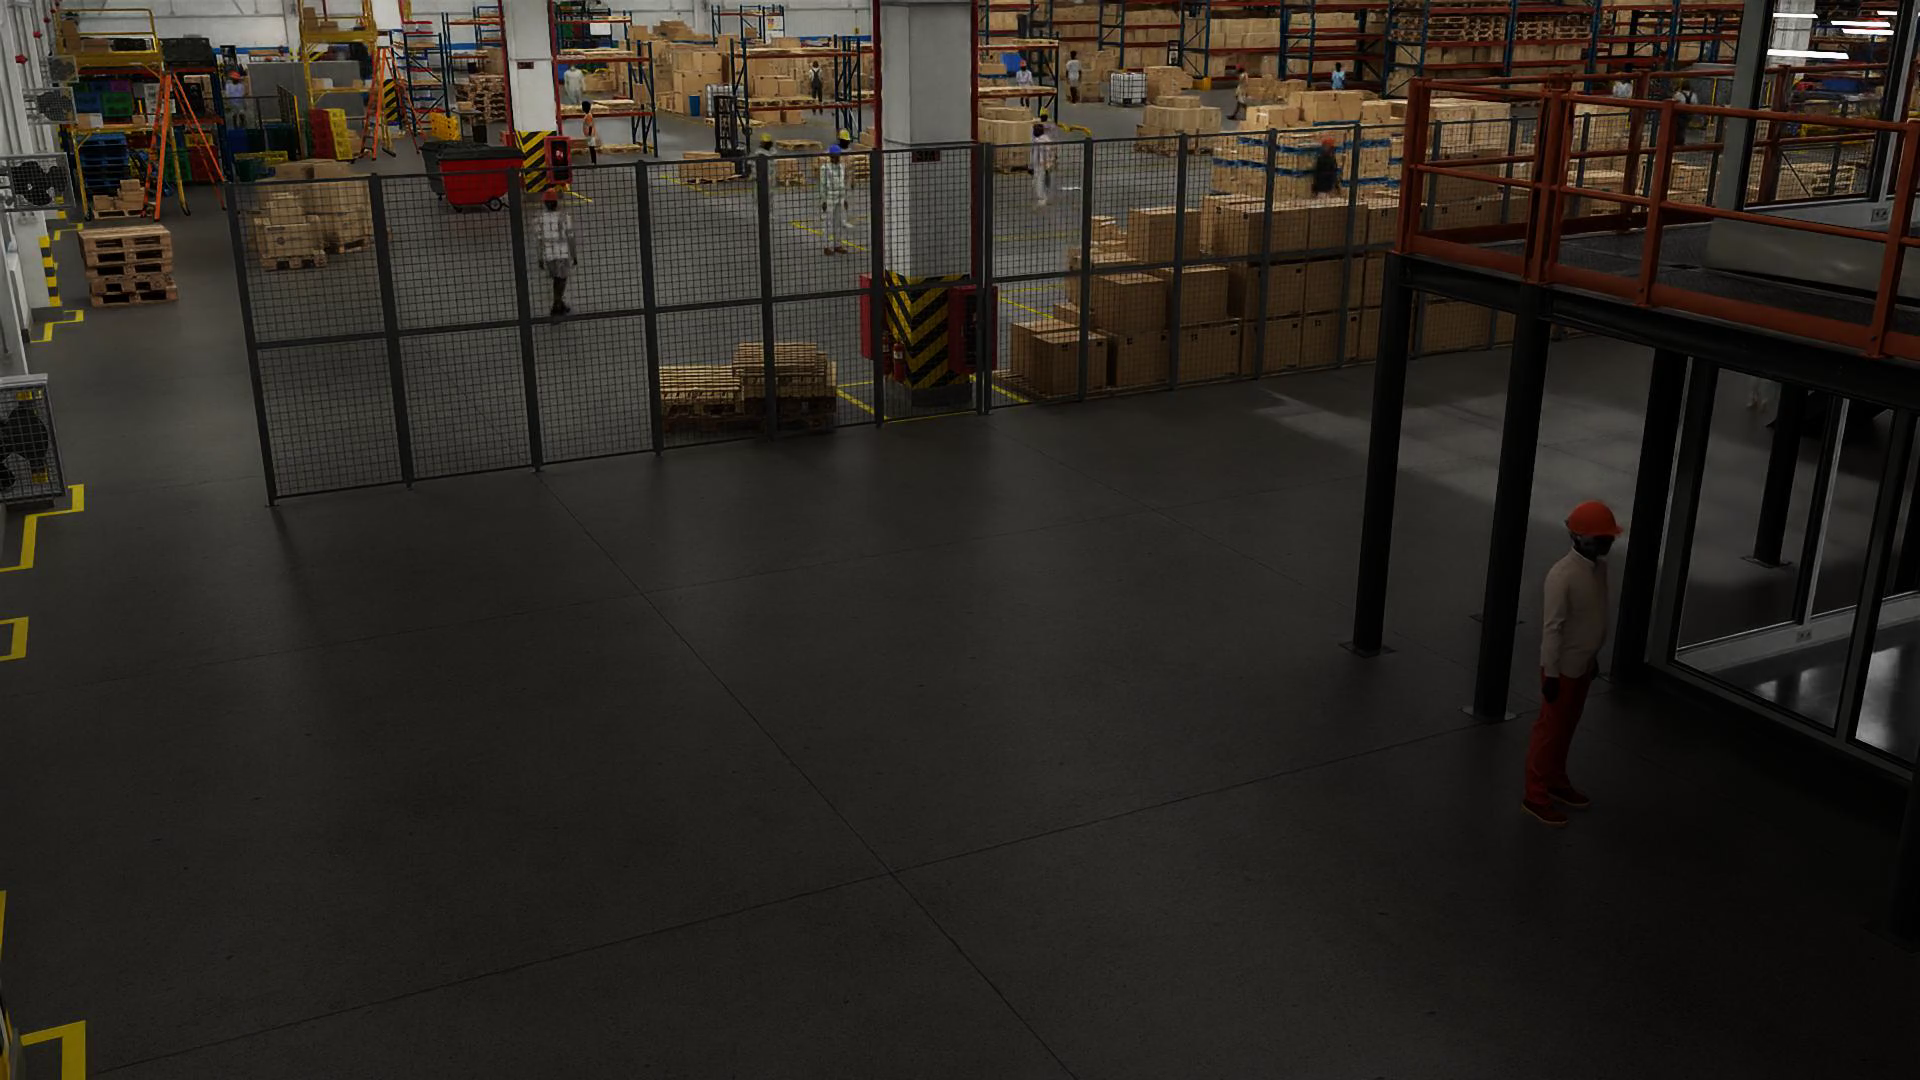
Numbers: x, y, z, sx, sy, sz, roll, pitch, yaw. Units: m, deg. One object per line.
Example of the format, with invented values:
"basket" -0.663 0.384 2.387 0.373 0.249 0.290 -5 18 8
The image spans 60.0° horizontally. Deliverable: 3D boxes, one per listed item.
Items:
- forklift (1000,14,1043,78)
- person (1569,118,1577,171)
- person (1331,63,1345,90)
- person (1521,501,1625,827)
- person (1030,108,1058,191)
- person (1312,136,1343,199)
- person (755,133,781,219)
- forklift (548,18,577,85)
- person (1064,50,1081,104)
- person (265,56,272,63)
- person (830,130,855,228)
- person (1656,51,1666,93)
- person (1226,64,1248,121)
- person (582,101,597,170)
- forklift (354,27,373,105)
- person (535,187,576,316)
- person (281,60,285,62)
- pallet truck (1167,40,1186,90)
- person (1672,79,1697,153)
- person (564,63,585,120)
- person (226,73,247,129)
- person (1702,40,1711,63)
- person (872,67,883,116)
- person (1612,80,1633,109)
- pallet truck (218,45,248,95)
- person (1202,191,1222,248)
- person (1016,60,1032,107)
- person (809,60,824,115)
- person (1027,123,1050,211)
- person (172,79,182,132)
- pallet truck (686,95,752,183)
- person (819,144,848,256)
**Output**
"forklift" 2.846 -22.858 76.931 1.873 2.768 1.129 -2 19 -5
"person" 13.922 -9.108 38.362 0.417 2.034 0.603 -3 19 -8
"person" 13.480 -16.206 59.485 0.547 1.647 0.848 13 23 32
"person" 3.653 0.721 9.915 0.385 1.993 0.623 17 26 41
"person" 1.900 -8.841 37.794 0.608 1.882 0.937 0 19 0
"person" 6.852 -6.595 31.213 1.011 1.947 0.612 12 23 32
"person" -3.900 -7.408 33.886 0.493 1.732 0.423 -10 22 -28
"forklift" -17.588 -21.073 71.757 1.873 2.768 1.129 -9 21 -25
"person" 4.187 -17.340 62.335 0.638 1.944 0.625 -12 22 -30
"person" -24.637 -16.357 59.590 0.342 1.882 0.579 -11 22 -28
"person" -2.337 -7.111 32.750 0.608 1.907 0.555 -14 24 -36
"person" 28.641 -19.057 67.733 0.589 1.683 0.537 0 19 0
"person" 9.271 -14.840 55.212 0.962 1.869 0.599 8 21 22
"person" -9.422 -10.285 42.278 0.321 1.693 0.530 -5 20 -15
"forklift" -21.891 -17.409 61.135 1.873 2.768 1.129 -9 21 -25
"person" -5.904 -4.154 24.193 0.541 1.910 0.916 3 19 8
"person" -22.837 -15.271 56.385 0.622 1.932 0.373 -7 20 -19
"pallet truck" 9.045 -19.971 69.895 0.823 1.965 1.885 -3 19 -8
"person" 19.930 -11.771 46.058 0.694 2.000 1.044 -5 20 -14
"person" -13.047 -15.233 56.351 0.656 1.889 1.052 -5 20 -14
"person" -21.855 -13.157 50.319 0.599 1.874 0.966 -14 24 -35
"person" 35.650 -23.215 79.461 0.960 1.902 0.560 -4 19 -12
"person" -2.786 -15.669 57.544 0.372 1.916 0.597 -13 23 -32
"person" 20.639 -13.661 51.896 0.600 1.814 0.673 5 20 13
"pallet truck" -28.879 -18.665 66.111 0.823 1.965 1.885 -3 19 -9
"person" 3.632 -4.007 23.726 0.369 1.934 0.622 -7 20 -18
"person" 2.210 -15.515 57.110 0.544 1.913 0.733 3 19 9
"person" -4.996 -15.730 57.843 0.506 1.839 0.345 -3 19 -8
"person" 1.665 -7.850 35.032 0.448 1.824 0.625 7 20 19
"person" -24.338 -13.459 51.577 0.516 1.632 0.311 5 20 14
"pallet truck" -5.836 -9.608 39.856 0.823 1.965 1.885 10 22 27
"person" -2.235 -6.060 29.644 0.406 1.945 0.613 16 25 39
